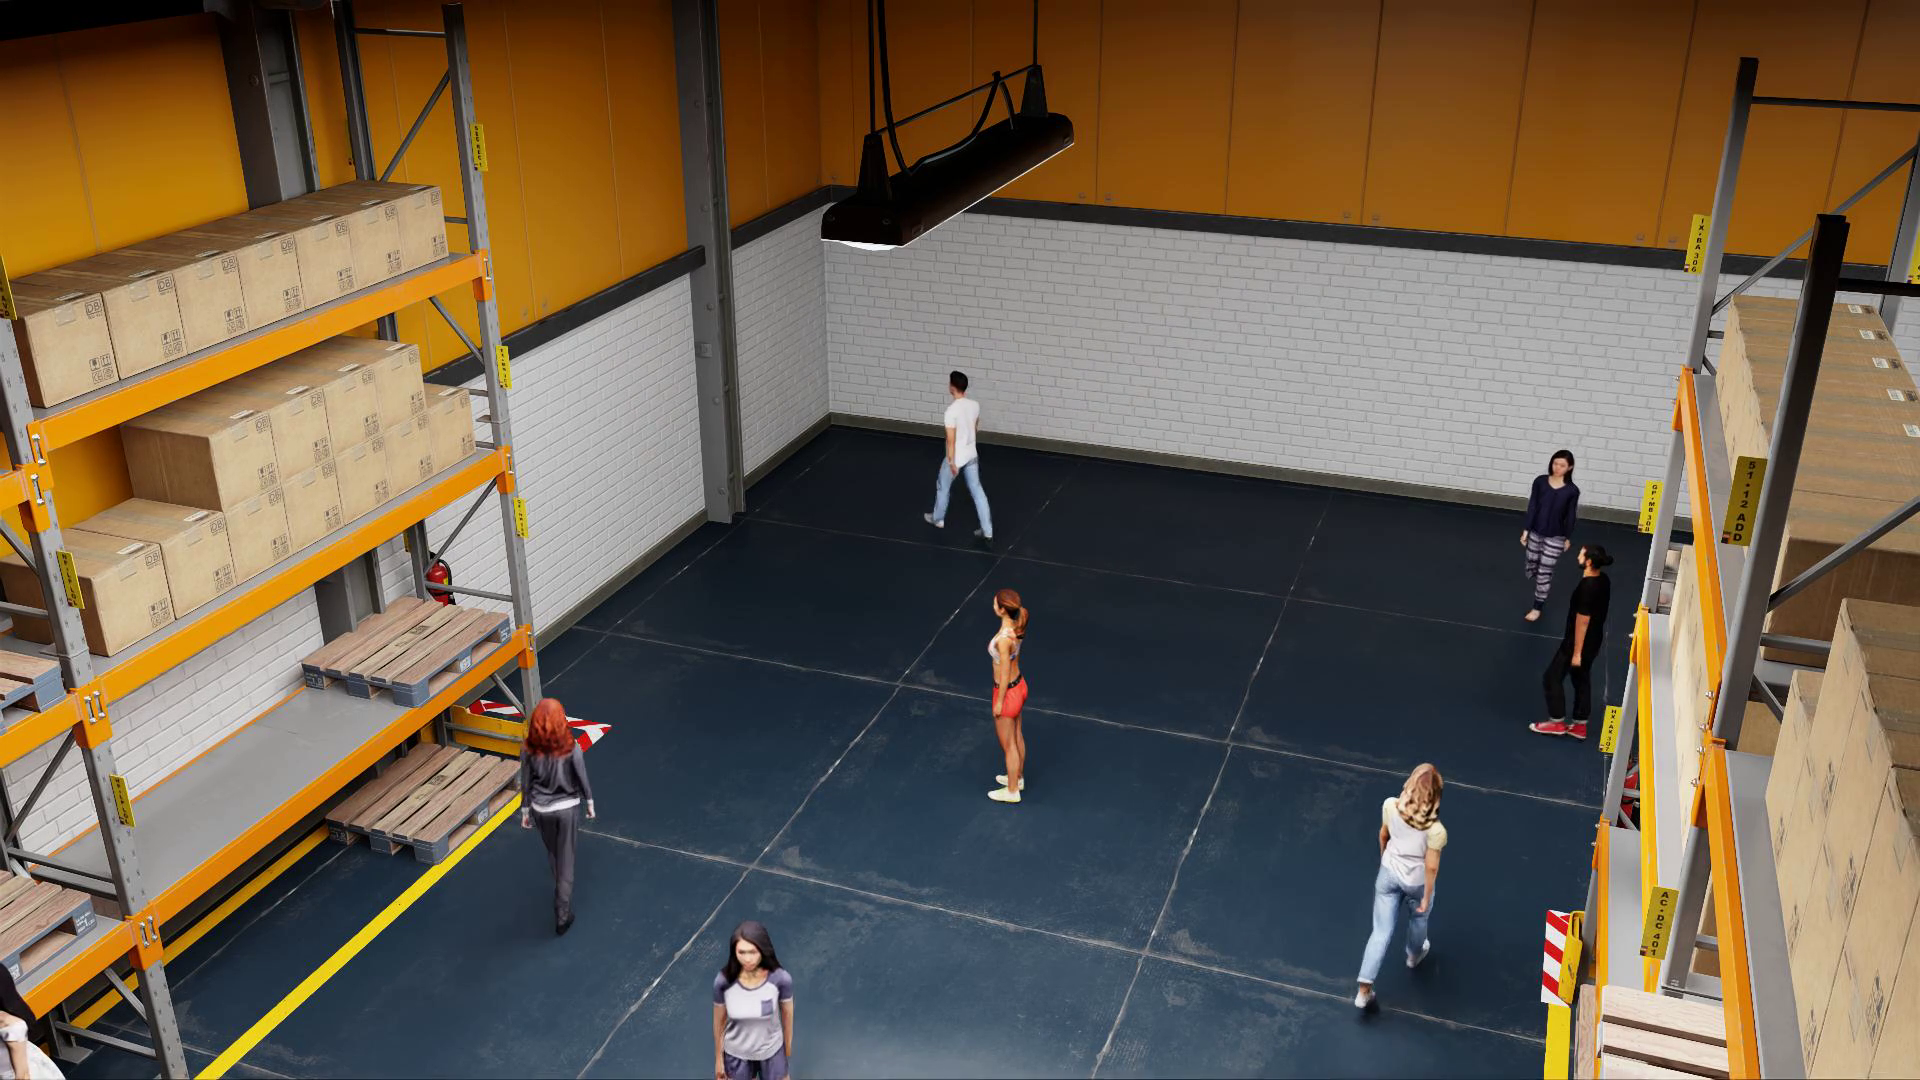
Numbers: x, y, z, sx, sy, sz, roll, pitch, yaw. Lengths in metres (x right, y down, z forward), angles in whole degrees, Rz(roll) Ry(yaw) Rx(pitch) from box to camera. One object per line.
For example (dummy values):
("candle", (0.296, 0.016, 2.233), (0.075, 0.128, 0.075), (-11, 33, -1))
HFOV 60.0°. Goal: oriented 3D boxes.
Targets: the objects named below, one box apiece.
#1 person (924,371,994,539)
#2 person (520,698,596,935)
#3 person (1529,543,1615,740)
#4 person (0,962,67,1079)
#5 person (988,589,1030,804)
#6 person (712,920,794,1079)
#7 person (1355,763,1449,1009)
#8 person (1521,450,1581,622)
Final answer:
("person", (0.079, -0.853, 17.601), (1.239, 1.819, 1.145), (-18, 30, -36))
("person", (-2.770, 1.920, 11.337), (0.759, 1.756, 0.888), (1, 24, 3))
("person", (5.211, 0.873, 13.742), (0.818, 1.748, 0.710), (17, 29, 33))
("person", (-4.996, 2.976, 8.902), (0.799, 1.769, 0.776), (-19, 30, -36))
("person", (0.385, 1.206, 12.926), (0.632, 1.789, 0.452), (8, 25, 18))
("person", (-1.140, 2.825, 9.342), (0.712, 1.695, 0.766), (-1, 24, -2))
("person", (2.808, 2.246, 10.686), (0.902, 1.679, 1.247), (18, 30, 36))
("person", (5.671, -0.085, 15.968), (0.774, 1.720, 0.907), (18, 30, 36))
